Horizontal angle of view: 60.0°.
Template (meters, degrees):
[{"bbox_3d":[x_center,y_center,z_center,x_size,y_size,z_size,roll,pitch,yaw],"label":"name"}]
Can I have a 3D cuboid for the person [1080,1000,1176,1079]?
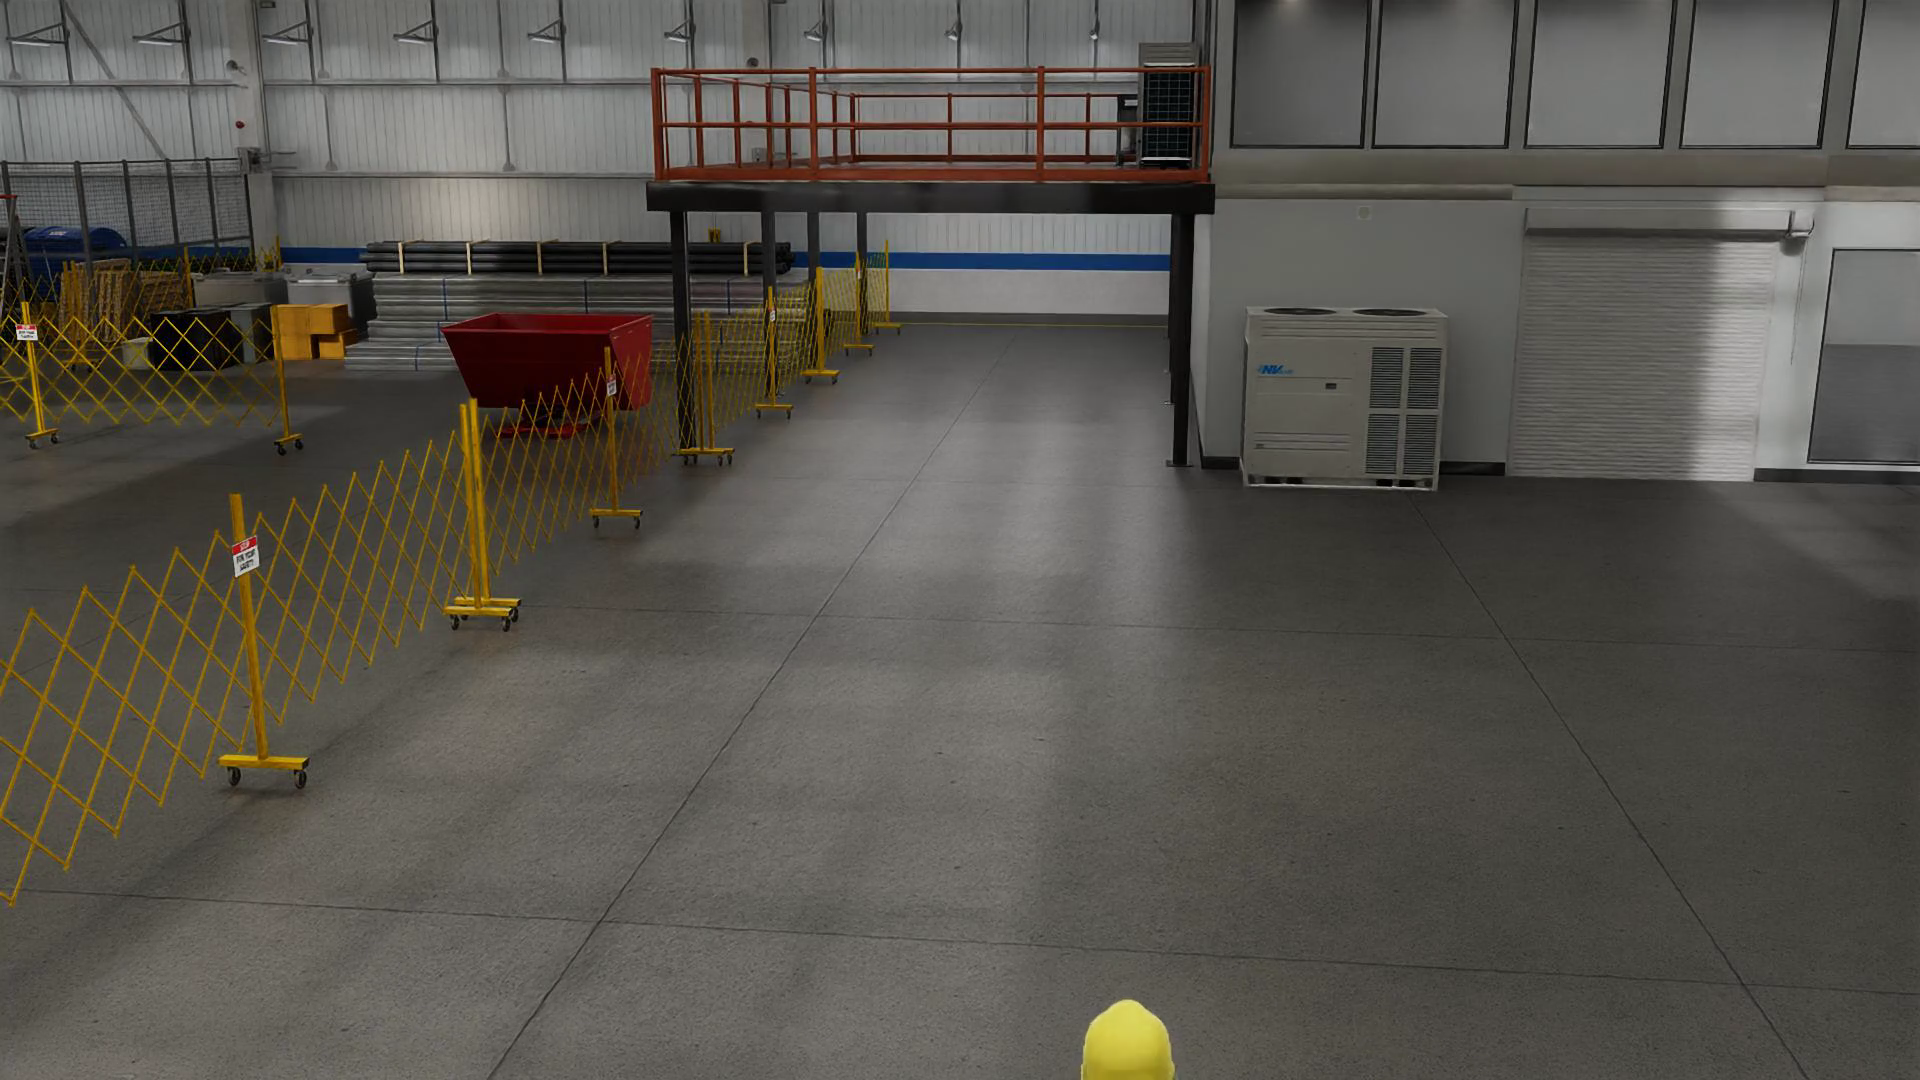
[{"bbox_3d":[0.362,1.854,3.602,0.522,1.731,0.846,2,14,9],"label":"person"}]
